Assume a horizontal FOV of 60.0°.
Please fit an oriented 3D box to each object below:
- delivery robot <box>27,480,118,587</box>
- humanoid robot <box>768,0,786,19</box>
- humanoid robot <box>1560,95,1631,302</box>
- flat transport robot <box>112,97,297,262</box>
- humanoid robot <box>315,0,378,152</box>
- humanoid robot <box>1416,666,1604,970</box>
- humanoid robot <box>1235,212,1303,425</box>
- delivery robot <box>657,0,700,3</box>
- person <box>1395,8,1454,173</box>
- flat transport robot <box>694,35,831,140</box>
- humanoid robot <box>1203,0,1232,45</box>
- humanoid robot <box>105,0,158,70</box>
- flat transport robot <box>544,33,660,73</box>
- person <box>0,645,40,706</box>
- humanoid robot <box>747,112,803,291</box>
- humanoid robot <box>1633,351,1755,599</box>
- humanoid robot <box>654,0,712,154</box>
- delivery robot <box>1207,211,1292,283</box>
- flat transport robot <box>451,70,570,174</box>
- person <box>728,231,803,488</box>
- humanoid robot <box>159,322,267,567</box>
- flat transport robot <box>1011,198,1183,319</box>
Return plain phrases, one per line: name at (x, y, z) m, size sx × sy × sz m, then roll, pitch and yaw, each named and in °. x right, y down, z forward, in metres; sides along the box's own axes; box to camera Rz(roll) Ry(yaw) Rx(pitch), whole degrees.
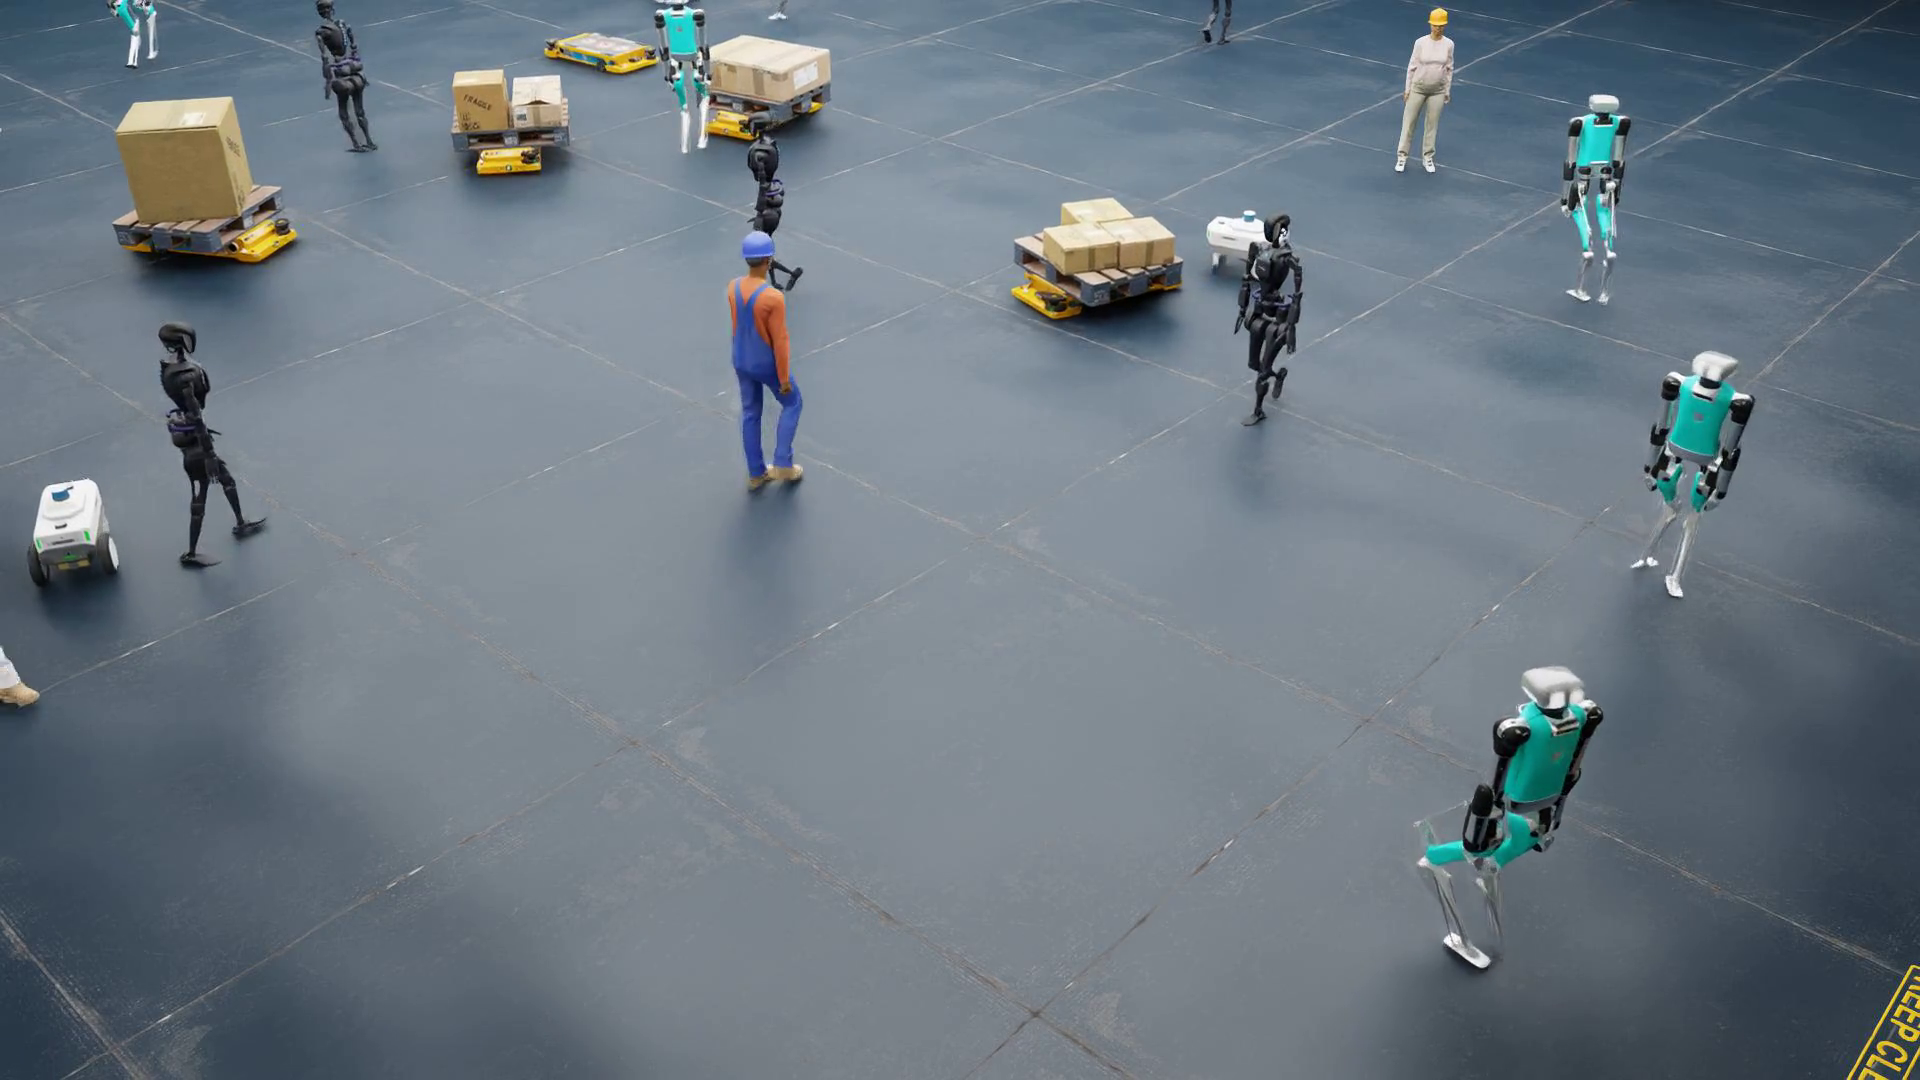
delivery robot at (-5.886, -0.070, 11.010) m, size 0.499 × 0.610 × 0.814 m, roll -11°, pitch 33°, yaw -17°
humanoid robot at (-2.489, -7.913, 22.516) m, size 0.748 × 1.781 × 0.530 m, roll 4°, pitch 32°, yaw 7°
humanoid robot at (5.527, -2.886, 14.440) m, size 0.535 × 1.792 × 0.808 m, roll -1°, pitch 32°, yaw -2°
flat transport robot at (-7.150, -2.892, 15.810) m, size 1.431 × 0.231 × 0.659 m, roll 7°, pitch 33°, yaw 11°
humanoid robot at (-6.623, -5.000, 17.875) m, size 0.369 × 1.636 × 0.608 m, roll 12°, pitch 34°, yaw 18°
humanoid robot at (2.478, 1.299, 7.767) m, size 0.546 × 1.881 × 0.656 m, roll -13°, pitch 34°, yaw -19°
humanoid robot at (2.401, -1.704, 12.588) m, size 0.651 × 1.637 × 0.596 m, roll -25°, pitch 39°, yaw -34°
delivery robot at (-4.035, -8.006, 23.762) m, size 0.774 × 0.581 × 0.499 m, roll -11°, pitch 33°, yaw -17°
person at (4.869, -4.681, 17.338) m, size 0.464 × 1.697 × 0.316 m, roll 3°, pitch 32°, yaw 4°
flat transport robot at (-2.249, -4.911, 19.061) m, size 0.659 × 0.231 × 1.431 m, roll 17°, pitch 36°, yaw 26°
humanoid robot at (3.378, -7.241, 21.476) m, size 0.601 × 1.639 × 0.447 m, roll 24°, pitch 39°, yaw 33°
humanoid robot at (-10.251, -6.696, 20.571) m, size 0.550 × 1.739 × 1.042 m, roll -2°, pitch 32°, yaw -4°
flat transport robot at (-4.554, -6.195, 21.130) m, size 1.431 × 0.231 × 0.659 m, roll 21°, pitch 38°, yaw 30°
person at (-5.781, 0.216, 9.344) m, size 0.844 × 1.806 × 0.664 m, roll 17°, pitch 36°, yaw 25°
humanoid robot at (-1.633, -2.950, 14.567) m, size 0.464 × 1.637 × 0.587 m, roll -1°, pitch 32°, yaw -2°
humanoid robot at (4.647, -0.452, 10.505) m, size 0.580 × 1.784 × 0.826 m, roll 24°, pitch 39°, yaw 33°
humanoid robot at (-2.901, -5.022, 17.877) m, size 0.552 × 1.819 × 0.732 m, roll 1°, pitch 32°, yaw 2°
delivery robot at (2.655, -2.711, 15.248) m, size 0.766 × 0.595 × 0.508 m, roll 16°, pitch 35°, yaw 24°
flat transport robot at (-4.848, -4.318, 18.107) m, size 0.659 × 0.231 × 1.431 m, roll -6°, pitch 32°, yaw -10°
person at (-1.367, -1.248, 11.633) m, size 0.523 × 1.881 × 0.491 m, roll 15°, pitch 35°, yaw 23°
humanoid robot at (-5.004, -0.665, 10.900) m, size 0.617 × 1.637 × 0.589 m, roll -17°, pitch 36°, yaw -25°
flat transport robot at (1.233, -2.305, 14.865) m, size 1.431 × 0.231 × 0.659 m, roll -19°, pitch 36°, yaw -27°
